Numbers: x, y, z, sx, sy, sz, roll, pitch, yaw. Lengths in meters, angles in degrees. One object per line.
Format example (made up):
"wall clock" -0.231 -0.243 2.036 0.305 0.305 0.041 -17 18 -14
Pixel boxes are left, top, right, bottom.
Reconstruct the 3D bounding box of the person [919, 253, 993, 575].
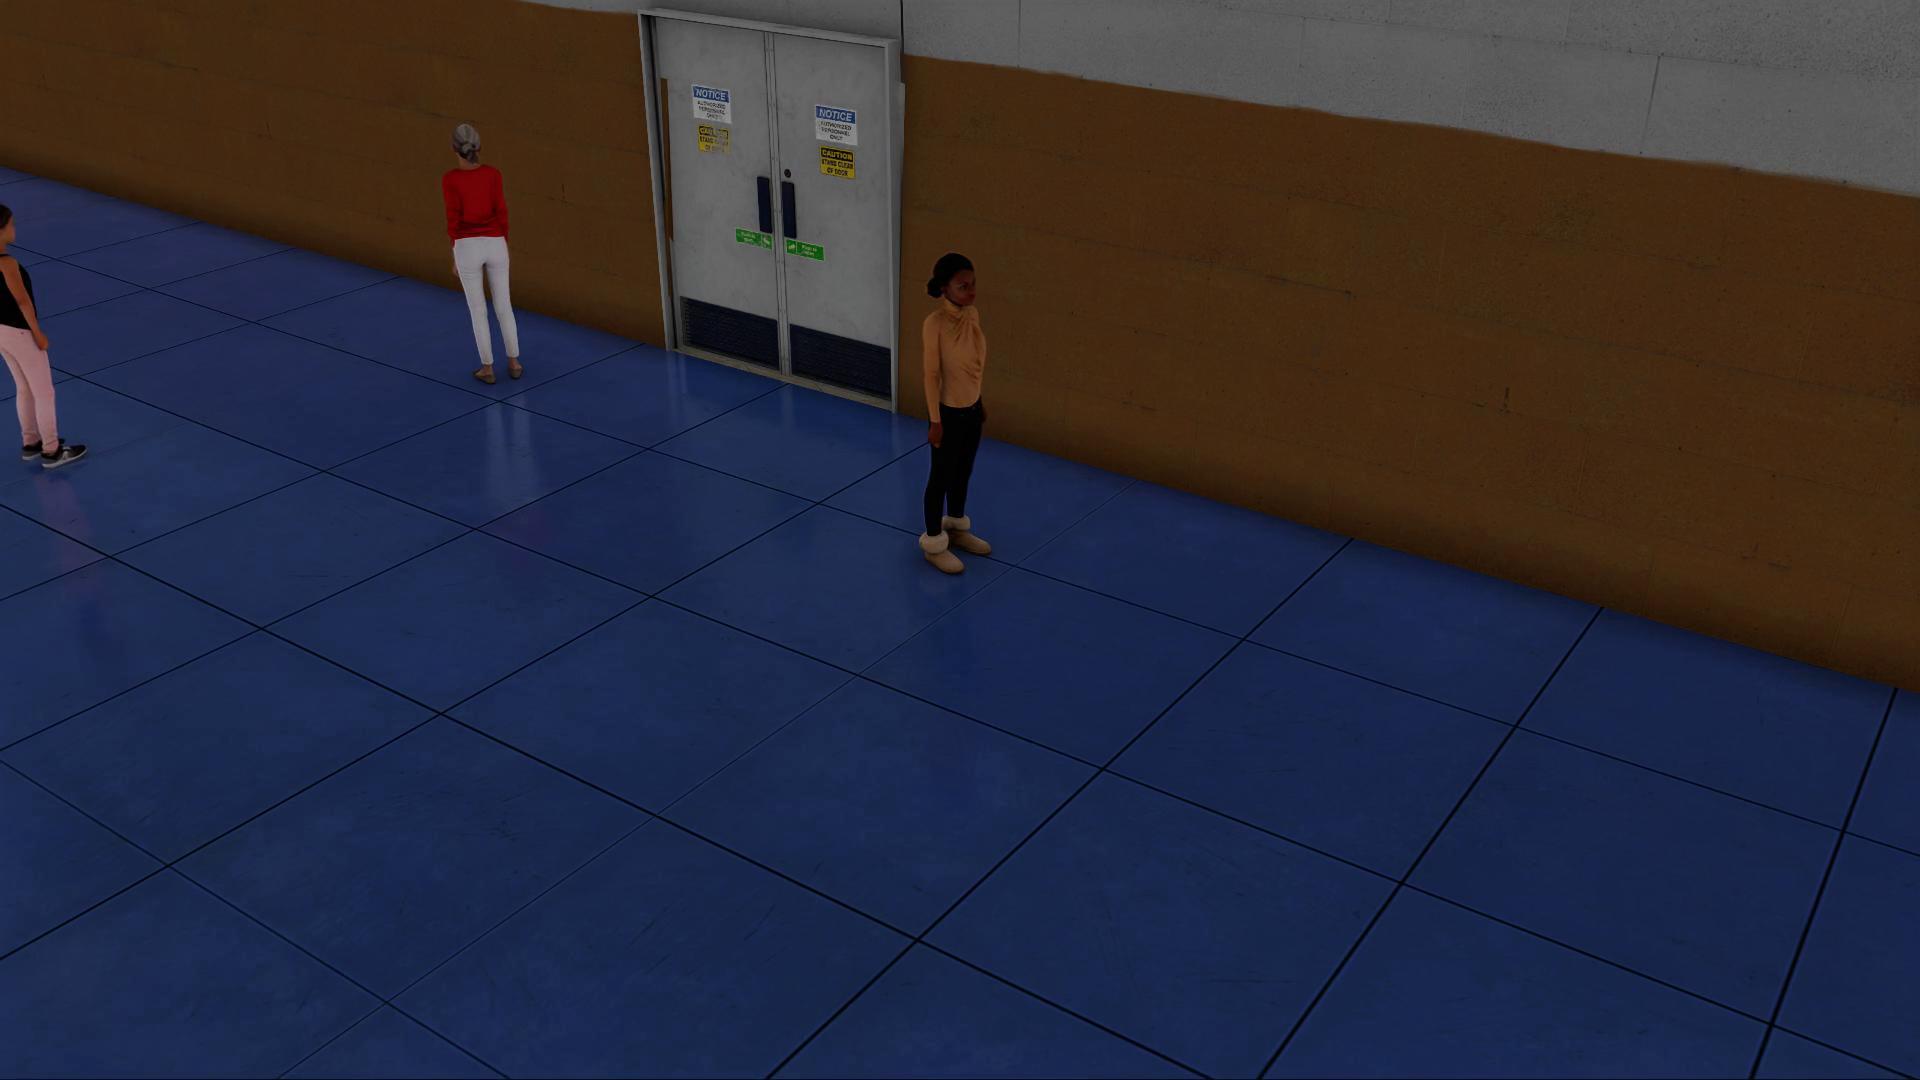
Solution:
"person" -0.029 -0.660 8.474 0.655 1.660 0.468 18 32 31

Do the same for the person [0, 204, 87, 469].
"person" -5.437 -1.171 9.595 0.526 1.558 0.511 16 31 29

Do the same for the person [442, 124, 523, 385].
"person" -3.103 -1.849 10.781 0.593 1.693 0.695 -15 30 -27
